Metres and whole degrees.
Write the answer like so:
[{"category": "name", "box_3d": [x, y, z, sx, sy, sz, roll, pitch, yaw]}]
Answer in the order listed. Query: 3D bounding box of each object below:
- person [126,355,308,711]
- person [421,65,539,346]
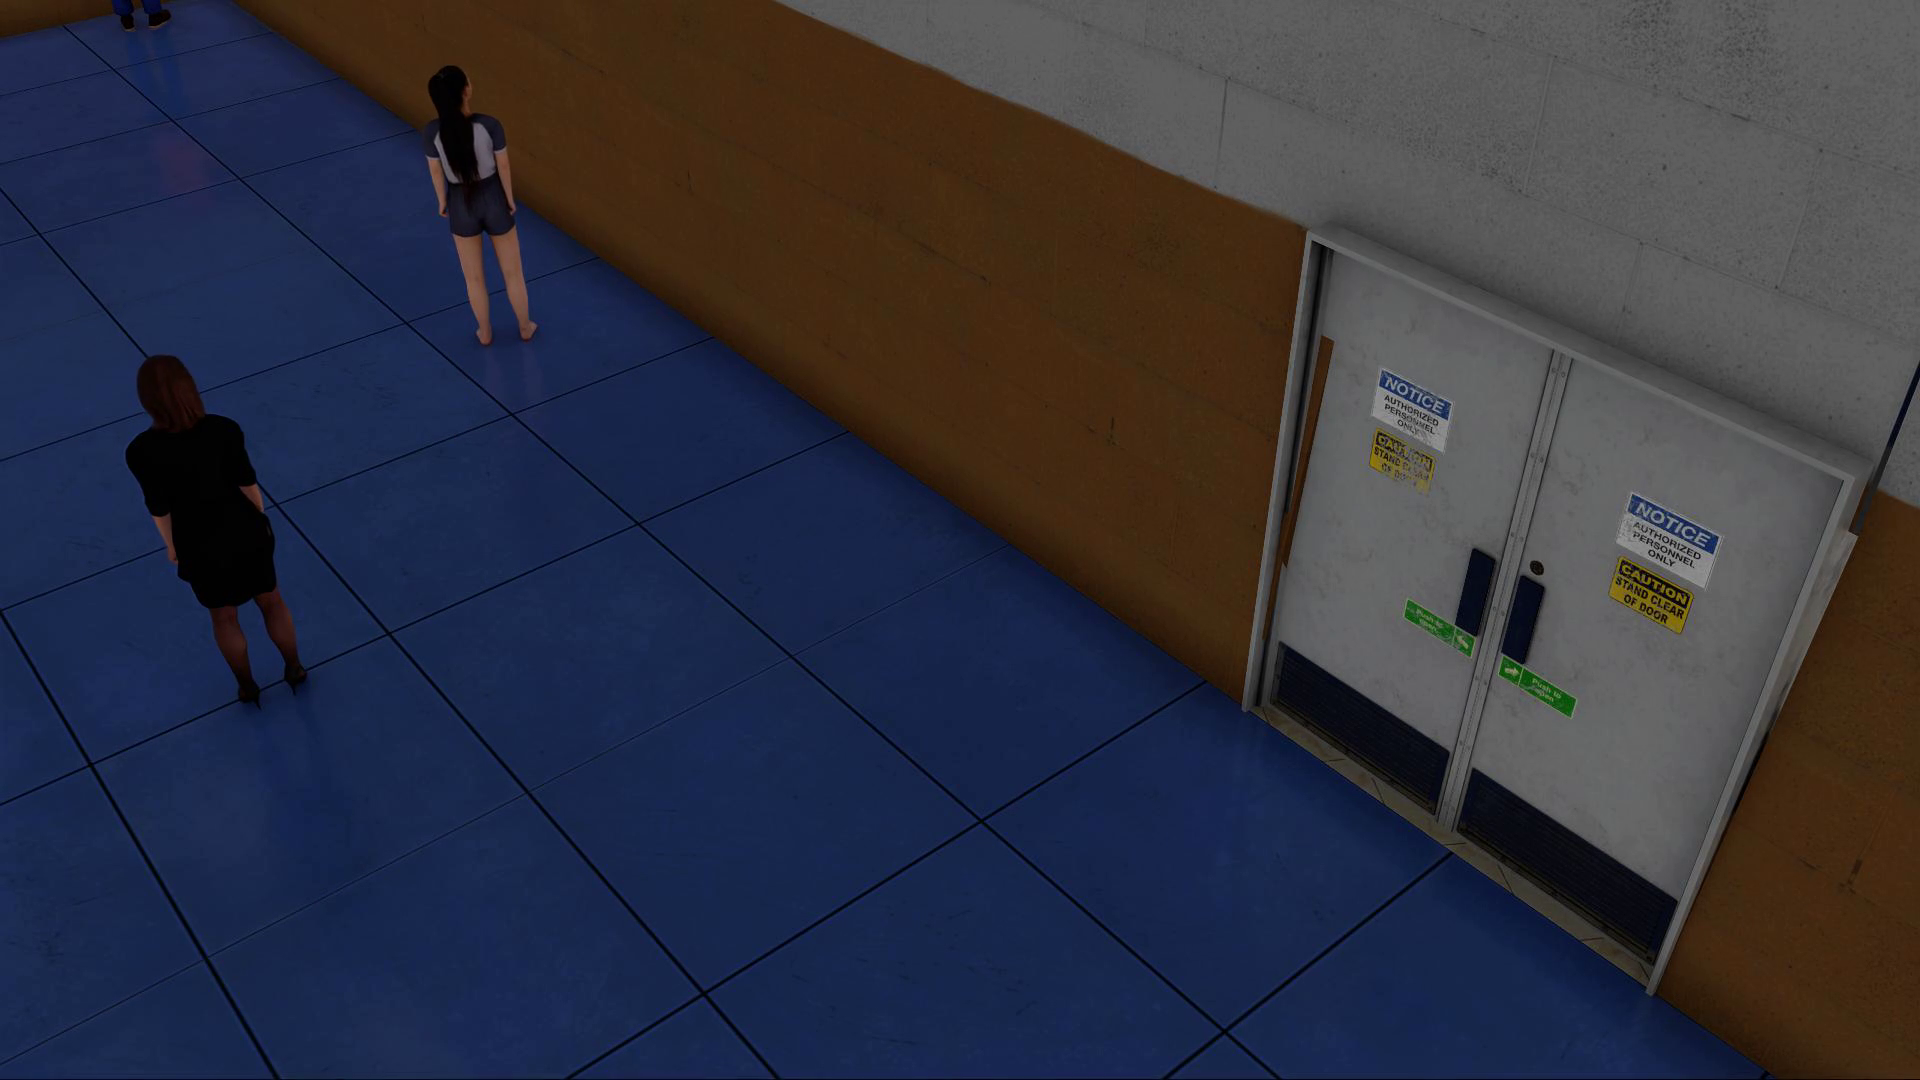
[{"category": "person", "box_3d": [-3.044, -0.006, 6.846, 0.487, 1.706, 0.678, -19, 41, -24]}, {"category": "person", "box_3d": [-2.708, -1.860, 9.378, 0.606, 1.649, 0.727, -7, 37, -10]}]
